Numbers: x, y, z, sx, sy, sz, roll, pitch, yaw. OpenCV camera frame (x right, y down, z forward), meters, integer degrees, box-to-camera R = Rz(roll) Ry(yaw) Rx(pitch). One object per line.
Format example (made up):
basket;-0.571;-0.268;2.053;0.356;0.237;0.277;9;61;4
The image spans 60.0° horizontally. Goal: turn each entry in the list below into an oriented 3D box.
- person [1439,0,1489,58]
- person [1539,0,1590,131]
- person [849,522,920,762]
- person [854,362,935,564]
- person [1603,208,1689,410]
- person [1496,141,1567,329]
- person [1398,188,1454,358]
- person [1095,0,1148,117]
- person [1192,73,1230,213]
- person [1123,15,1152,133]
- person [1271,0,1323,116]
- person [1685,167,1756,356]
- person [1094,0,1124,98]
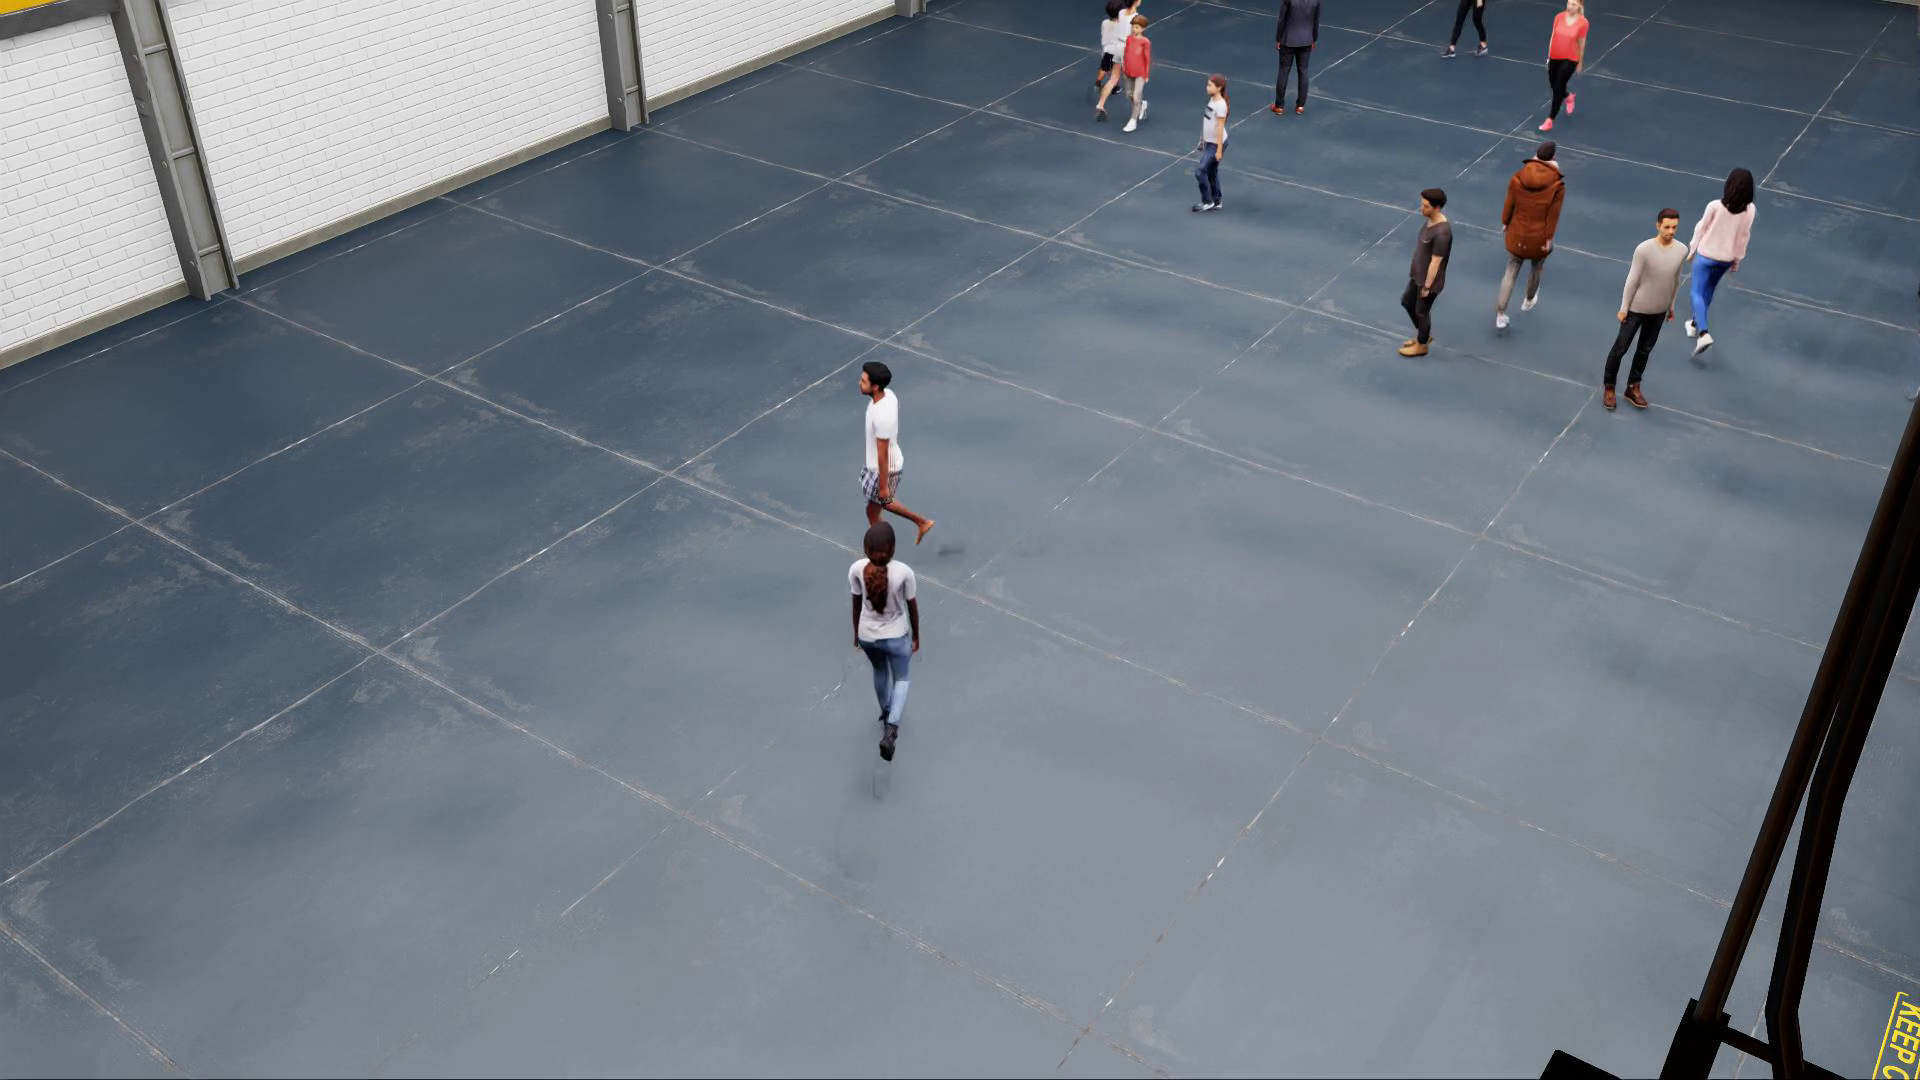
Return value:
person;7.168;-7.500;22.945;1.058;1.677;0.893;-14;36;-20
person;7.535;-5.939;20.613;1.105;1.658;0.748;-29;43;-36
person;-0.491;0.668;10.632;0.851;1.703;1.039;4;34;6
person;-0.499;-0.556;12.462;0.978;1.717;0.933;-4;34;-5
person;6.006;-2.032;14.548;0.739;1.866;0.779;-3;34;-5
person;5.397;-2.856;15.853;0.737;1.793;1.140;19;38;26
person;4.395;-2.453;15.337;0.818;1.693;0.728;2;34;3
person;2.035;-6.103;20.927;1.083;1.583;0.727;-27;42;-35
person;2.874;-4.381;18.372;0.750;1.545;0.689;-5;34;-7
person;2.224;-5.824;20.668;0.547;1.407;0.803;24;40;31
person;4.254;-6.295;21.003;0.785;1.819;0.817;-2;34;-3
person;7.029;-2.567;15.463;0.974;1.744;1.180;3;34;5
person;1.942;-6.390;21.661;0.491;1.250;0.770;21;39;28
